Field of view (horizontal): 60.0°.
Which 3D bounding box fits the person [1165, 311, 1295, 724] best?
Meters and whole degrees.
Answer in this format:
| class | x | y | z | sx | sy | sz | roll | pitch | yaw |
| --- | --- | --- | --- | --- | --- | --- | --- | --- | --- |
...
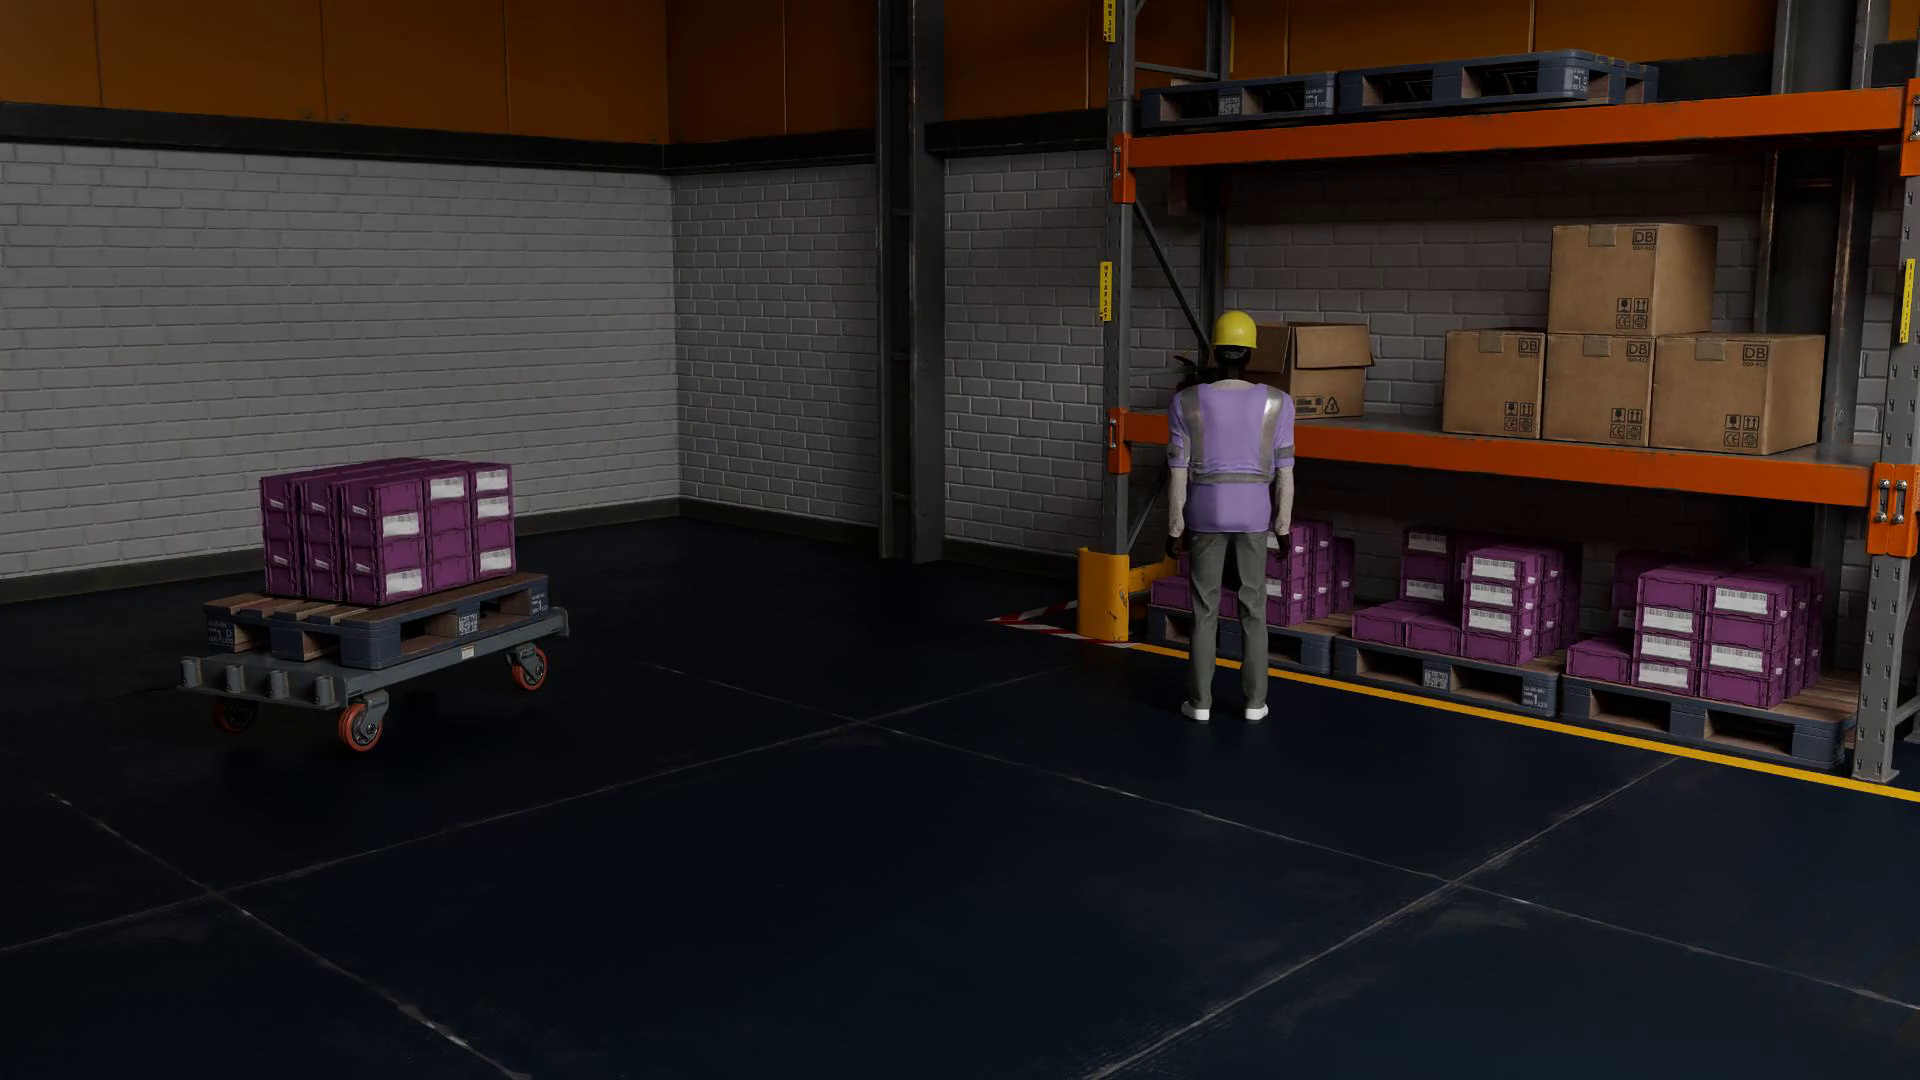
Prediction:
| class | x | y | z | sx | sy | sz | roll | pitch | yaw |
| --- | --- | --- | --- | --- | --- | --- | --- | --- | --- |
| person | 1.249 | -0.096 | 7.747 | 0.594 | 1.926 | 0.368 | 0 | 9 | 2 |
